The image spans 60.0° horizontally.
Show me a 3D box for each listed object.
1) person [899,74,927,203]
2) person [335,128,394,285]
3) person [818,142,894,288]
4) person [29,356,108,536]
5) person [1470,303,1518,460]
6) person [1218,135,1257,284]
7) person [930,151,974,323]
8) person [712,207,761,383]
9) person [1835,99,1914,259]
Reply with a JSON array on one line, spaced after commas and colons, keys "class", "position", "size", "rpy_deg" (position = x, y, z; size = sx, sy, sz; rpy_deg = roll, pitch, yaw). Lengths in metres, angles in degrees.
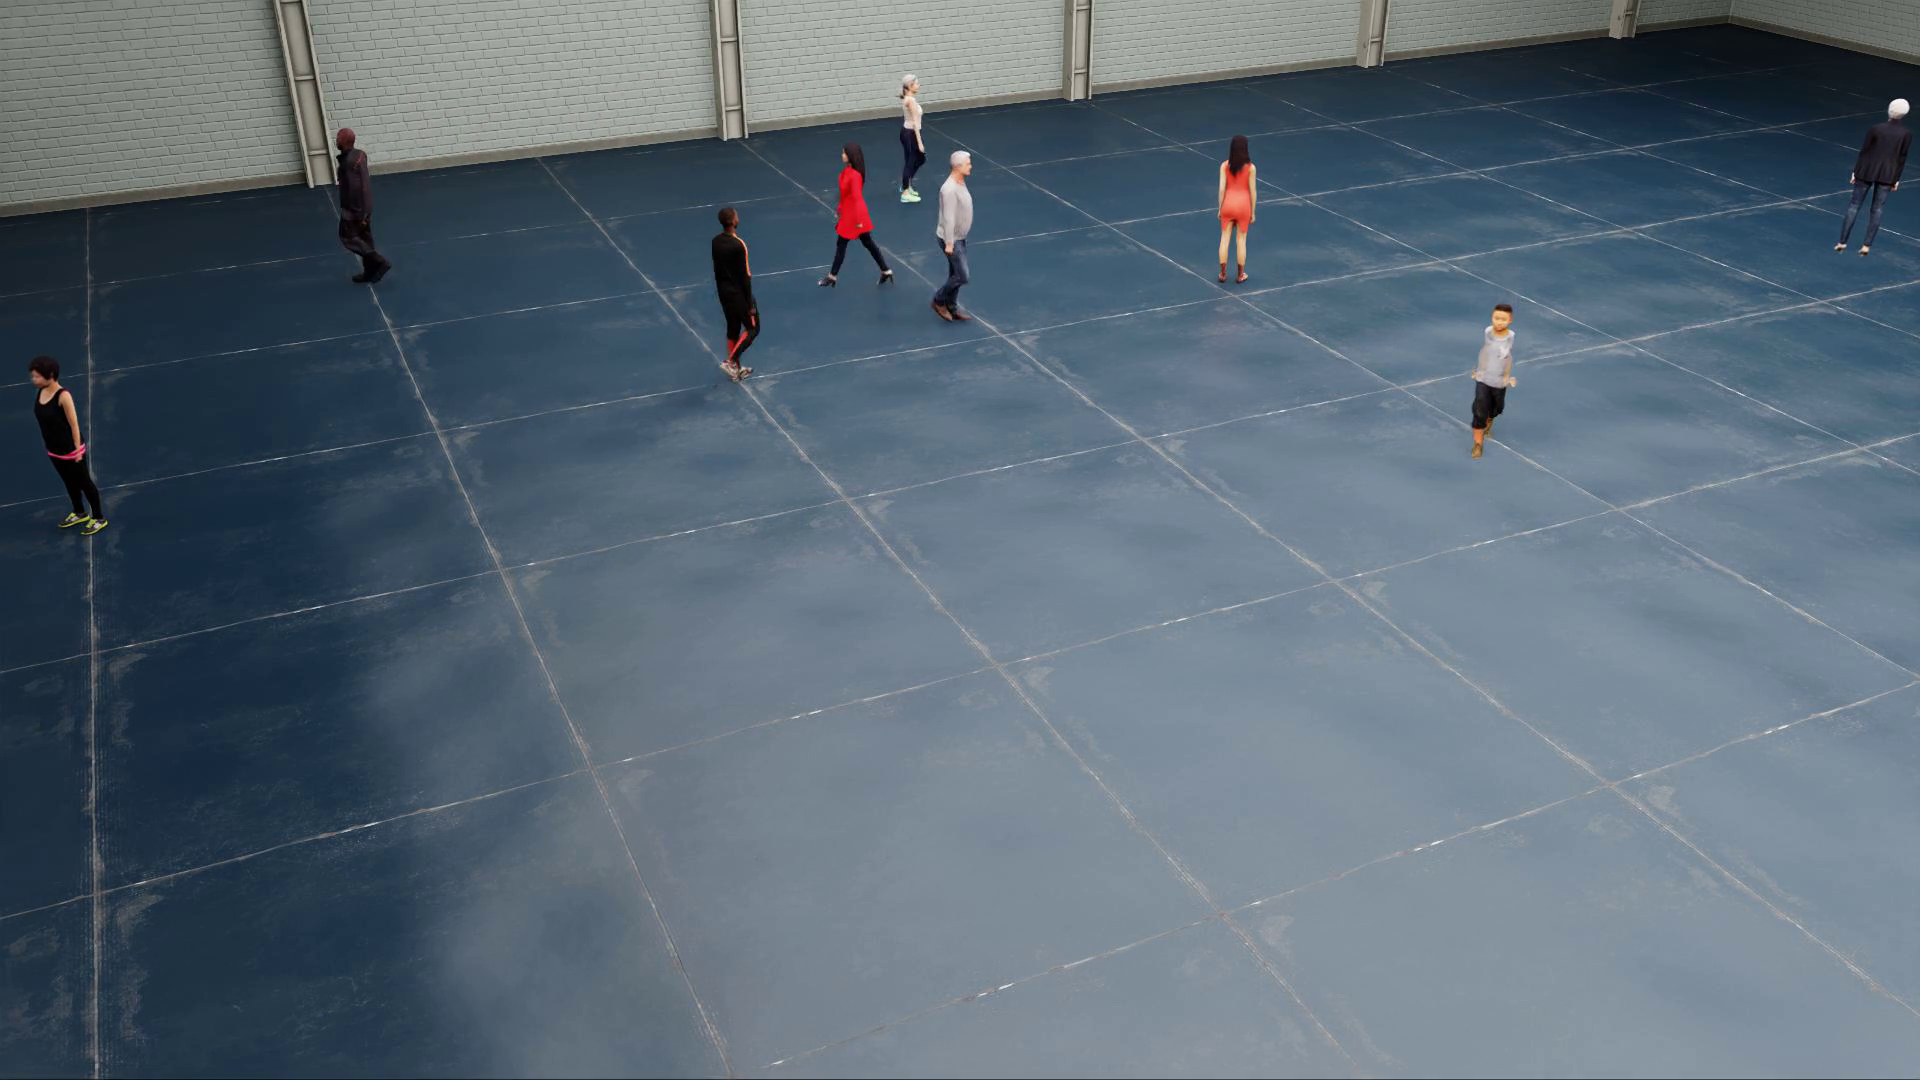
[{"class": "person", "position": [-0.743, -5.315, 22.092], "size": [0.719, 1.689, 0.699], "rpy_deg": [-2, 28, -3]}, {"class": "person", "position": [-6.868, -3.851, 19.213], "size": [0.899, 1.810, 0.841], "rpy_deg": [-2, 28, -4]}, {"class": "person", "position": [-1.106, -3.664, 18.981], "size": [1.187, 1.698, 0.907], "rpy_deg": [-1, 28, -2]}, {"class": "person", "position": [-7.410, -0.808, 13.774], "size": [0.622, 1.553, 0.658], "rpy_deg": [15, 32, 26]}, {"class": "person", "position": [4.903, -1.545, 15.283], "size": [0.977, 1.434, 1.030], "rpy_deg": [9, 29, 17]}, {"class": "person", "position": [3.196, -3.828, 19.265], "size": [0.662, 1.721, 0.732], "rpy_deg": [8, 29, 15]}, {"class": "person", "position": [-0.147, -3.266, 18.027], "size": [0.932, 1.893, 0.894], "rpy_deg": [6, 29, 12]}, {"class": "person", "position": [-2.286, -2.392, 16.482], "size": [0.825, 1.802, 0.896], "rpy_deg": [21, 34, 33]}, {"class": "person", "position": [10.069, -4.013, 18.347], "size": [0.826, 1.783, 0.778], "rpy_deg": [13, 31, 23]}]
